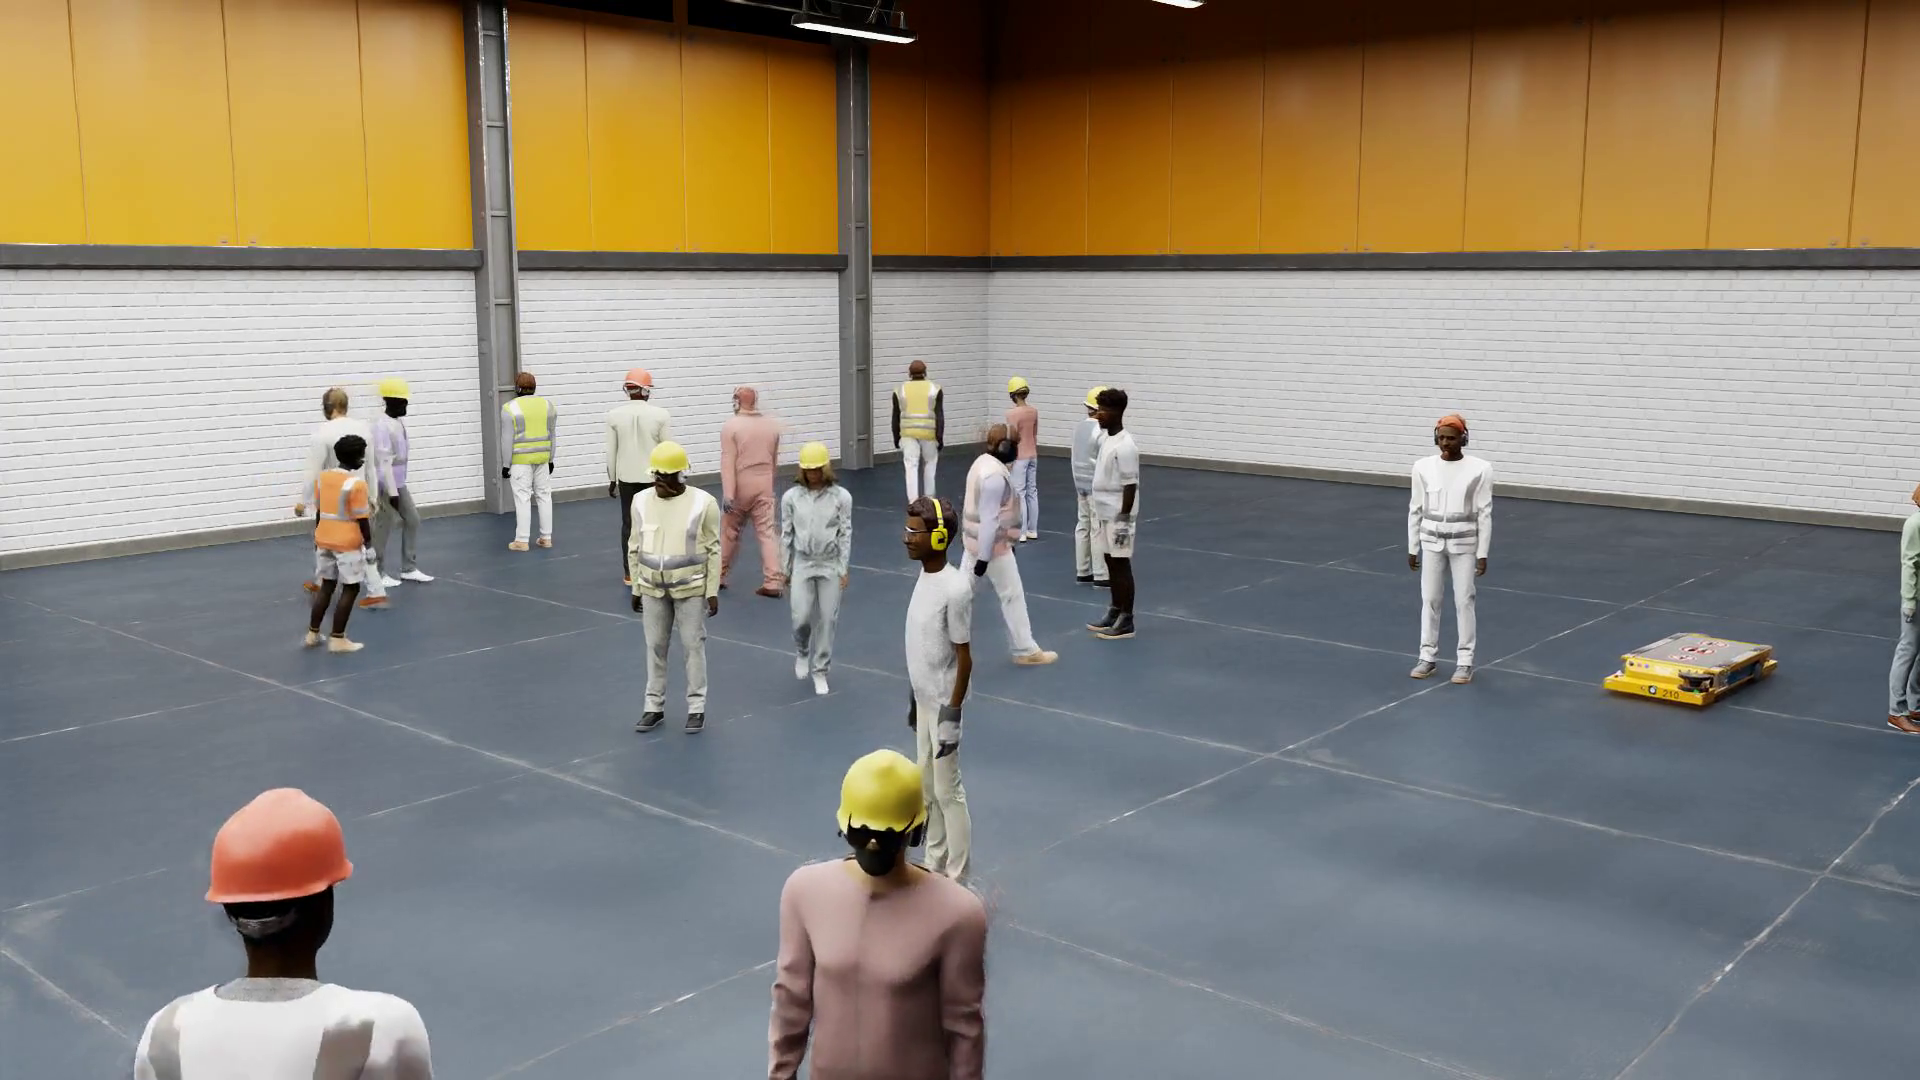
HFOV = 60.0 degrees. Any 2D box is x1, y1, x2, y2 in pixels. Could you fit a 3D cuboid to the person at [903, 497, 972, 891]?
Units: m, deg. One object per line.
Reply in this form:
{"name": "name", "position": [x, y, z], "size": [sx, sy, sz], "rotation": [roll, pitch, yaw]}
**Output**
{"name": "person", "position": [-0.118, 0.736, 7.368], "size": [0.327, 1.874, 0.518], "rotation": [-3, 10, -21]}

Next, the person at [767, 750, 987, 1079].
{"name": "person", "position": [-0.174, 1.320, 4.124], "size": [0.532, 1.740, 0.710], "rotation": [3, 9, 17]}

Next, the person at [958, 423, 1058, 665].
{"name": "person", "position": [0.182, 0.049, 12.002], "size": [0.996, 1.789, 0.633], "rotation": [-2, 9, -13]}

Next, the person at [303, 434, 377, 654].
{"name": "person", "position": [-4.643, 0.029, 12.467], "size": [0.646, 1.658, 0.345], "rotation": [6, 11, 31]}

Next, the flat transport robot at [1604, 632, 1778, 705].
{"name": "flat transport robot", "position": [5.086, 0.872, 11.523], "size": [0.652, 0.197, 1.431], "rotation": [9, 12, 43]}

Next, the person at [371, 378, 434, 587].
{"name": "person", "position": [-5.093, -0.514, 15.074], "size": [0.707, 1.907, 0.640], "rotation": [0, 9, -2]}

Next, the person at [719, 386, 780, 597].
{"name": "person", "position": [-1.923, -0.440, 14.803], "size": [0.671, 1.848, 0.992], "rotation": [-8, 12, -41]}

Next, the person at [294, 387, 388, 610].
{"name": "person", "position": [-5.290, -0.353, 14.190], "size": [1.041, 1.884, 0.651], "rotation": [3, 10, 19]}

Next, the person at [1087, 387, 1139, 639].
{"name": "person", "position": [1.209, -0.211, 13.016], "size": [0.361, 1.963, 0.612], "rotation": [-1, 9, -9]}

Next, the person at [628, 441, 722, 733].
{"name": "person", "position": [-1.773, 0.293, 10.303], "size": [0.592, 1.822, 0.404], "rotation": [2, 9, 10]}

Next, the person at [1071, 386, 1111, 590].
{"name": "person", "position": [1.241, -0.472, 15.072], "size": [0.404, 1.834, 0.592], "rotation": [-5, 10, -27]}

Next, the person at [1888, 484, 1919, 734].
{"name": "person", "position": [6.024, 0.378, 10.359], "size": [0.507, 1.633, 0.277], "rotation": [-6, 11, -32]}

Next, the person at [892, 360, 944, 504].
{"name": "person", "position": [-0.496, -1.269, 20.136], "size": [0.647, 1.806, 0.898], "rotation": [1, 9, 5]}

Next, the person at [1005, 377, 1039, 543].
{"name": "person", "position": [0.636, -0.849, 17.671], "size": [0.329, 1.763, 0.523], "rotation": [7, 11, 36]}

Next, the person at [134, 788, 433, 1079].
{"name": "person", "position": [-1.223, 1.417, 3.004], "size": [0.555, 1.908, 0.858], "rotation": [2, 9, 14]}

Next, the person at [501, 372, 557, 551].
{"name": "person", "position": [-4.464, -0.812, 17.183], "size": [0.429, 1.844, 0.625], "rotation": [9, 13, 44]}

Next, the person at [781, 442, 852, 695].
{"name": "person", "position": [-0.969, 0.185, 11.299], "size": [0.480, 1.723, 0.436], "rotation": [-1, 9, -4]}

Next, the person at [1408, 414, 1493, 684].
{"name": "person", "position": [3.408, 0.056, 11.612], "size": [0.573, 1.881, 0.339], "rotation": [5, 10, 30]}

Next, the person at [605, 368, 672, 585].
{"name": "person", "position": [-2.923, -0.576, 15.233], "size": [0.612, 1.990, 0.392], "rotation": [0, 9, -2]}
